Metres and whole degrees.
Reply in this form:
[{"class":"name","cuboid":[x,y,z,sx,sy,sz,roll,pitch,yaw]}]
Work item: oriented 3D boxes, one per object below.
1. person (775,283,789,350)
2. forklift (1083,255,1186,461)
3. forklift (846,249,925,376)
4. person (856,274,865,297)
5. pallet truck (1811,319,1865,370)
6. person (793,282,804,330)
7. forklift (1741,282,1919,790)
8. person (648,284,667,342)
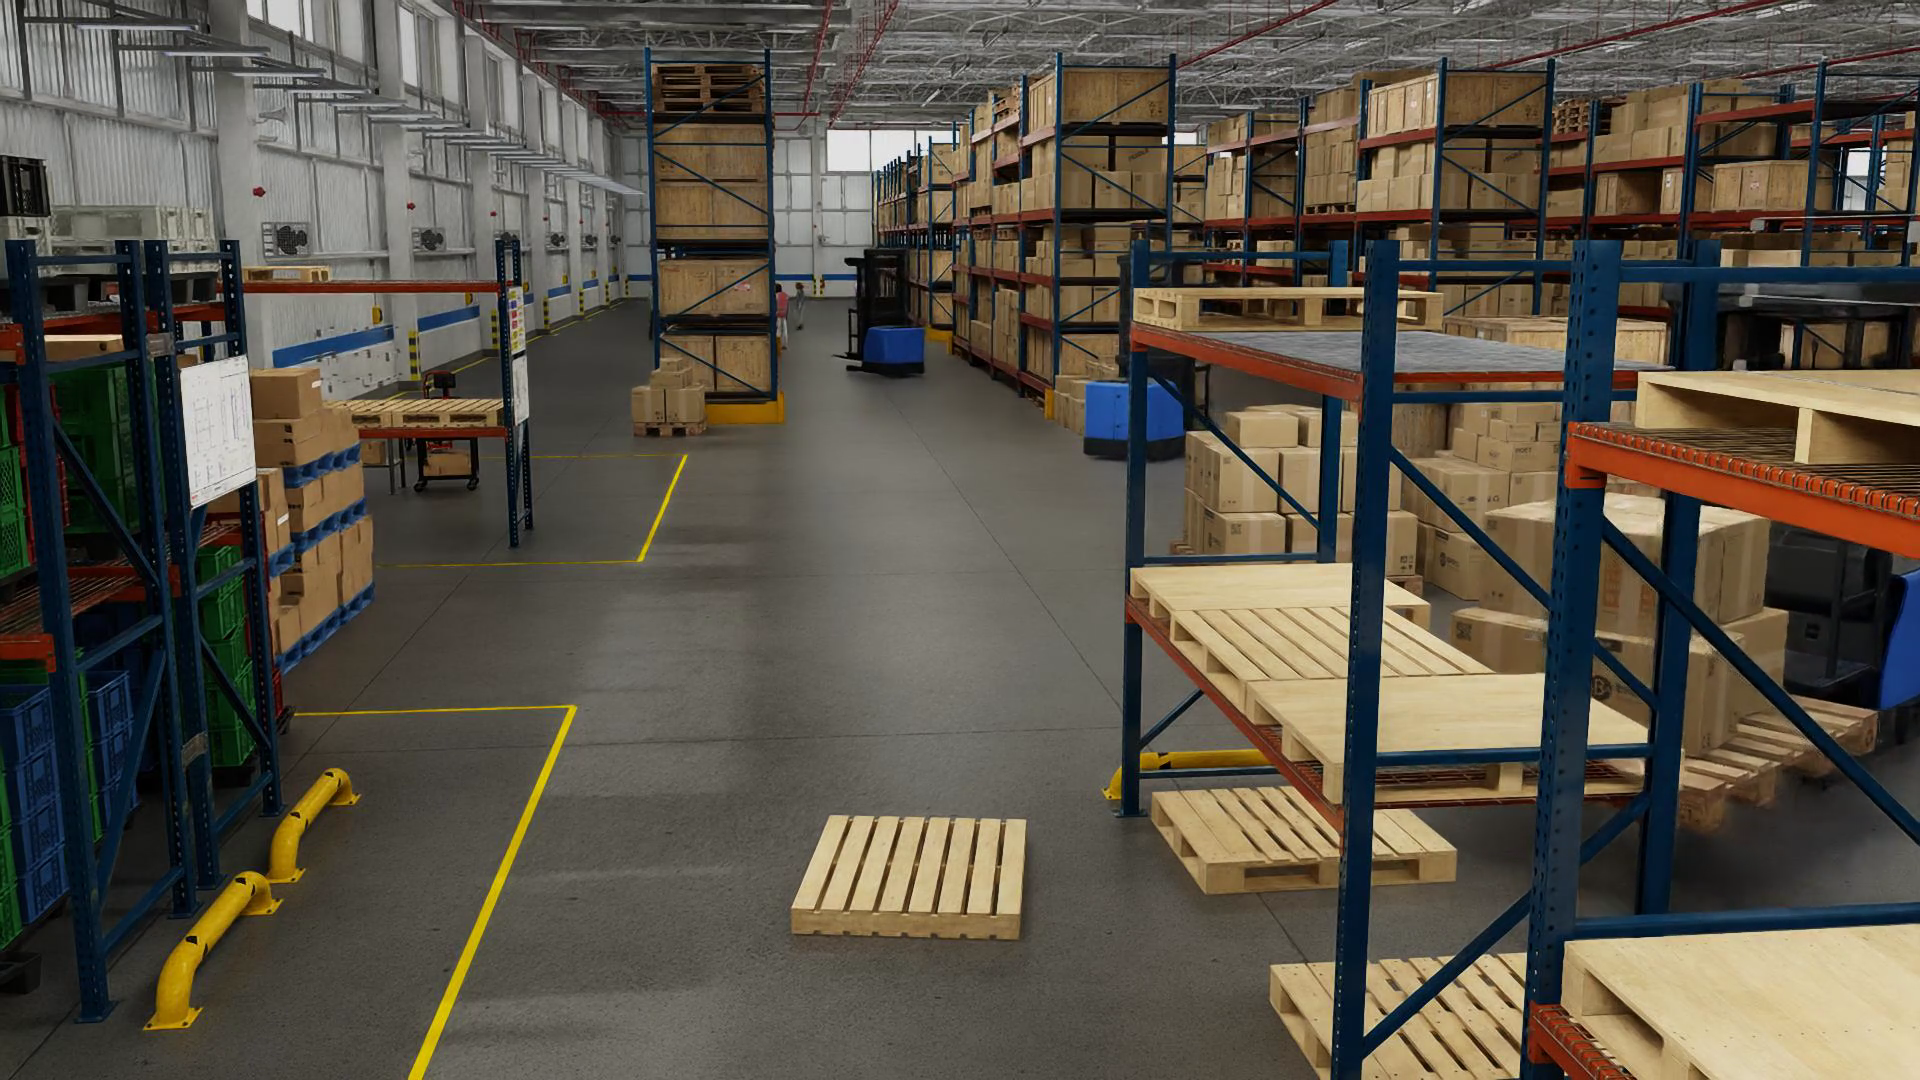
[{"class":"person","cuboid":[-5.015,-6.176,46.053,0.429,1.838,0.621,8,13,38]},{"class":"forklift","cuboid":[2.639,-2.592,23.295,1.129,2.768,1.873,7,12,35]},{"class":"forklift","cuboid":[-1.674,-5.162,37.538,1.129,2.768,1.873,-6,12,-29]},{"class":"person","cuboid":[-3.216,-8.080,56.438,0.581,1.885,0.812,2,10,8]},{"class":"pallet truck","cuboid":[15.846,-3.142,28.793,1.885,1.965,0.823,2,10,12]},{"class":"person","cuboid":[-5.481,-7.926,56.344,0.389,1.624,0.558,3,11,18]},{"class":"forklift","cuboid":[5.068,-0.168,9.866,1.873,2.768,1.129,-9,13,-40]},{"class":"person","cuboid":[-8.992,-6.839,49.427,0.636,1.951,1.009,-9,13,-40]}]
